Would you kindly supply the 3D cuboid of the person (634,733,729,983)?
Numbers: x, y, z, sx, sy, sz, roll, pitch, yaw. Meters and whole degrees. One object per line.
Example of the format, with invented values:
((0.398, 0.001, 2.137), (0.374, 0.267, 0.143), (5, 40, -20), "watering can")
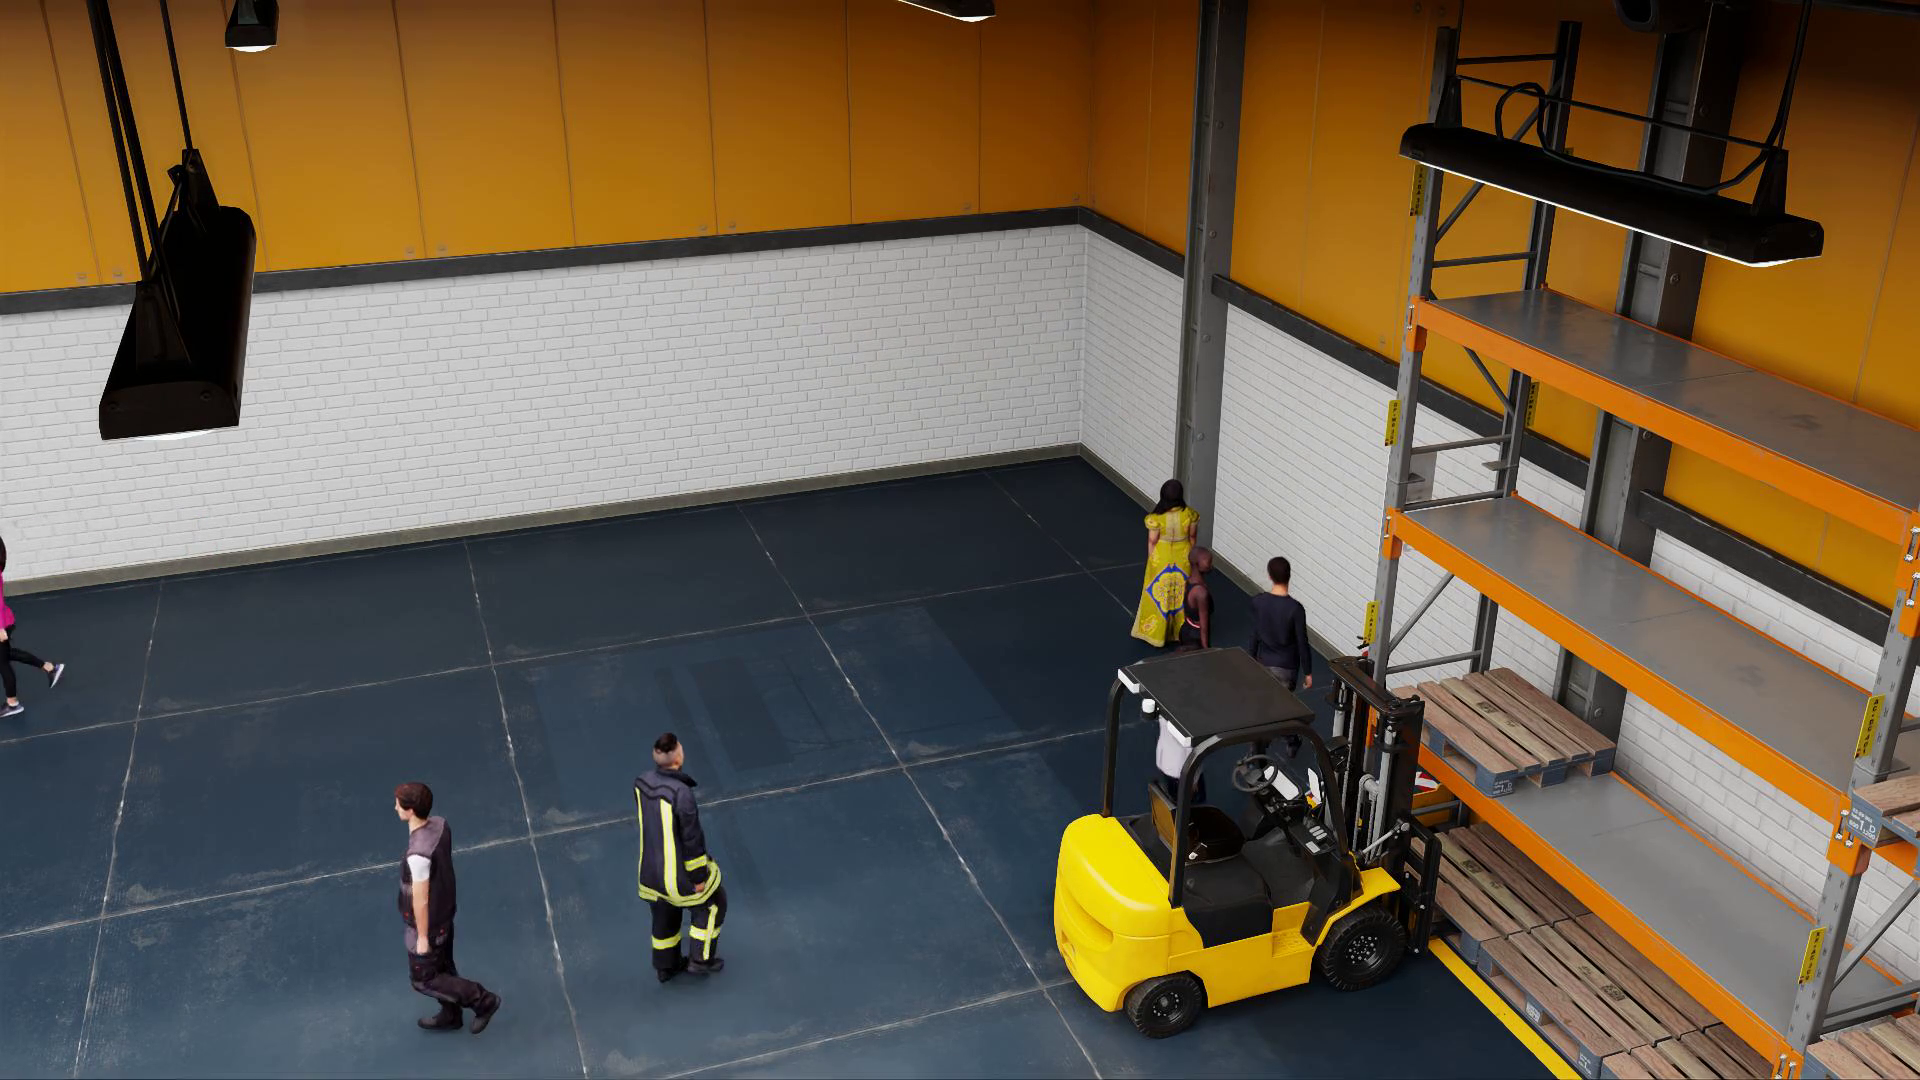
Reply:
((-1.916, 2.117, 10.833), (0.885, 1.851, 0.981), (17, 29, 34), "person")

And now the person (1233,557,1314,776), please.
((2.488, 1.074, 13.261), (1.153, 1.817, 1.279), (-21, 31, -39), "person")

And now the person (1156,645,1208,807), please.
((1.532, 1.605, 12.017), (0.778, 1.840, 0.804), (-10, 25, -21), "person")

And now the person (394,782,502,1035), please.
((-3.197, 2.332, 10.361), (0.848, 1.834, 0.832), (-2, 24, -4), "person")

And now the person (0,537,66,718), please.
((-8.164, 0.694, 14.291), (0.785, 1.689, 0.884), (-16, 28, -32), "person")

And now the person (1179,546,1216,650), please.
((1.929, 0.871, 13.796), (0.681, 1.761, 0.527), (-4, 24, -9), "person")

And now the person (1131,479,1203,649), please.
((1.956, 0.210, 15.433), (0.918, 1.660, 0.862), (-3, 24, -7), "person")
